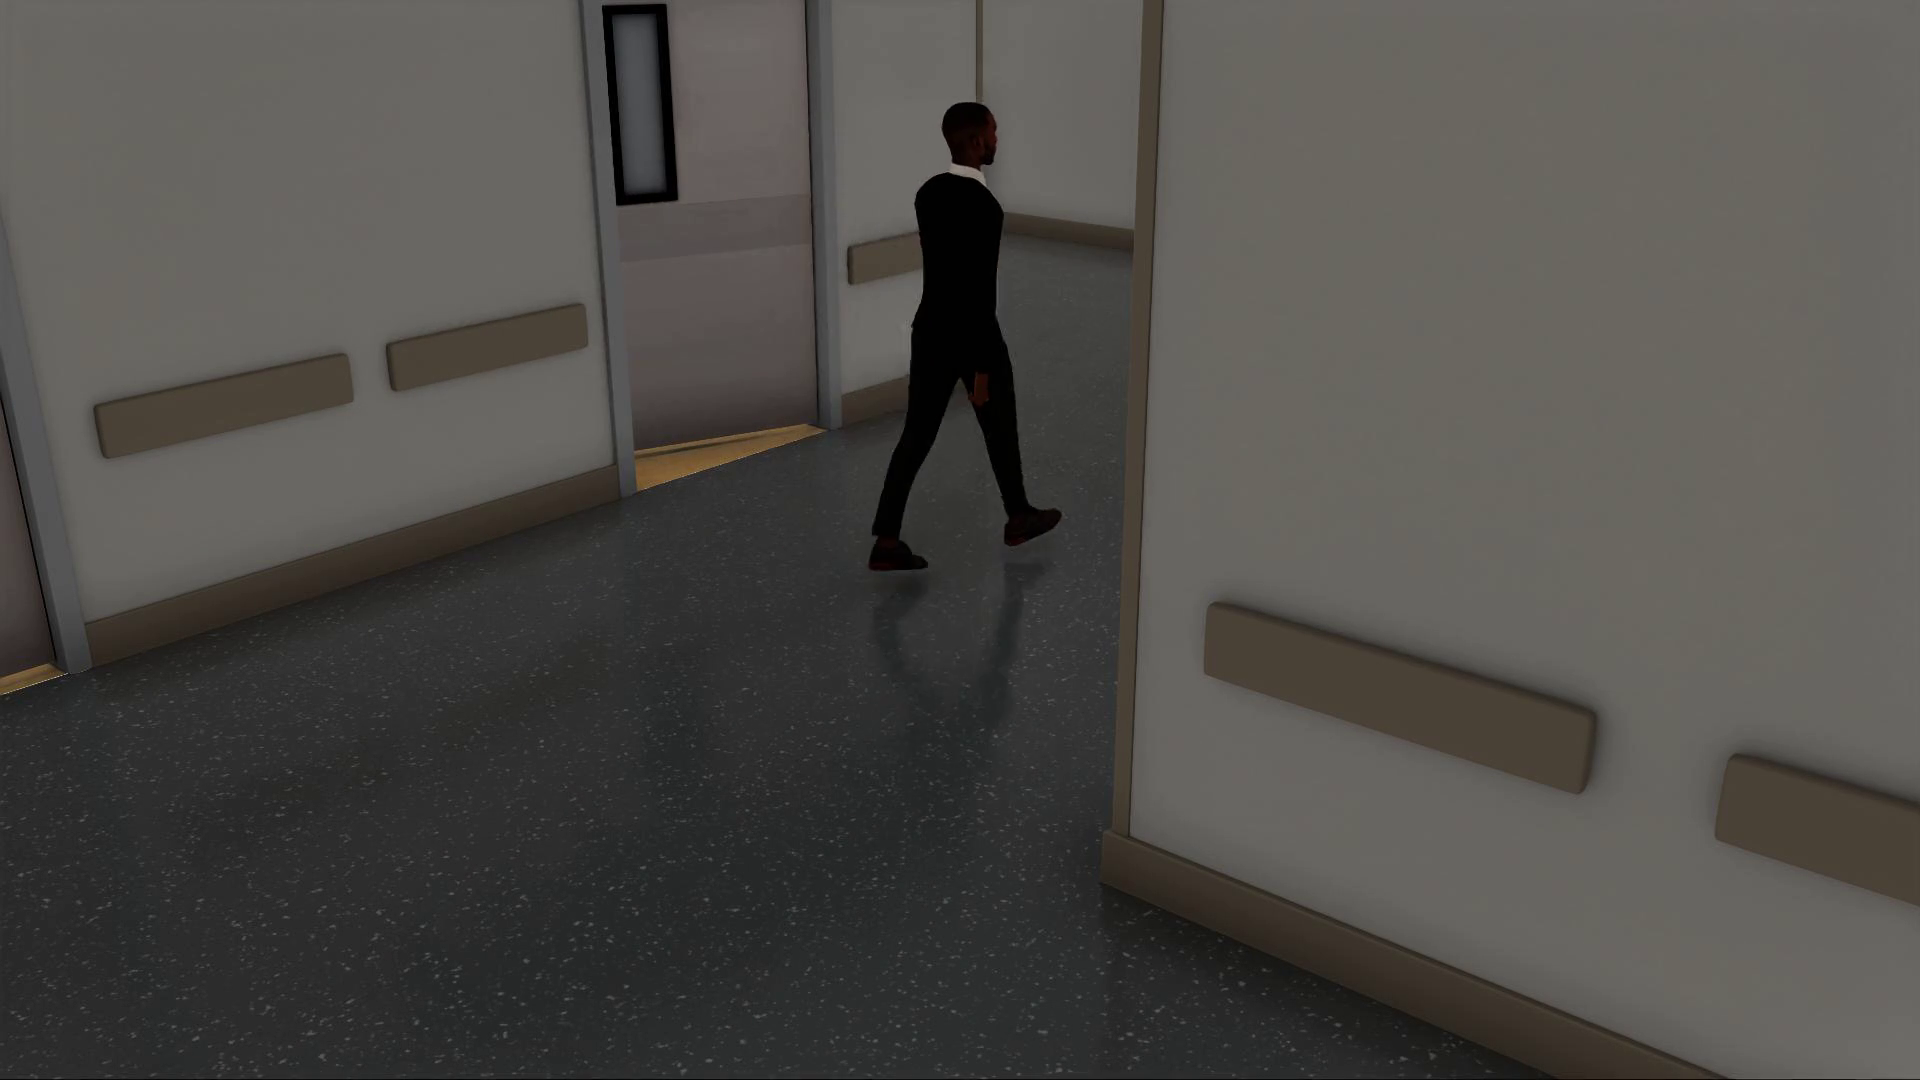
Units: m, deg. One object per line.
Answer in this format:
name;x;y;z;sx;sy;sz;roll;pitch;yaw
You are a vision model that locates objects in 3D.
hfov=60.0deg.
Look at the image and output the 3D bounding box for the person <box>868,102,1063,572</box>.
person;-0.095;-0.704;6.270;1.221;1.768;0.757;-18;27;-39
